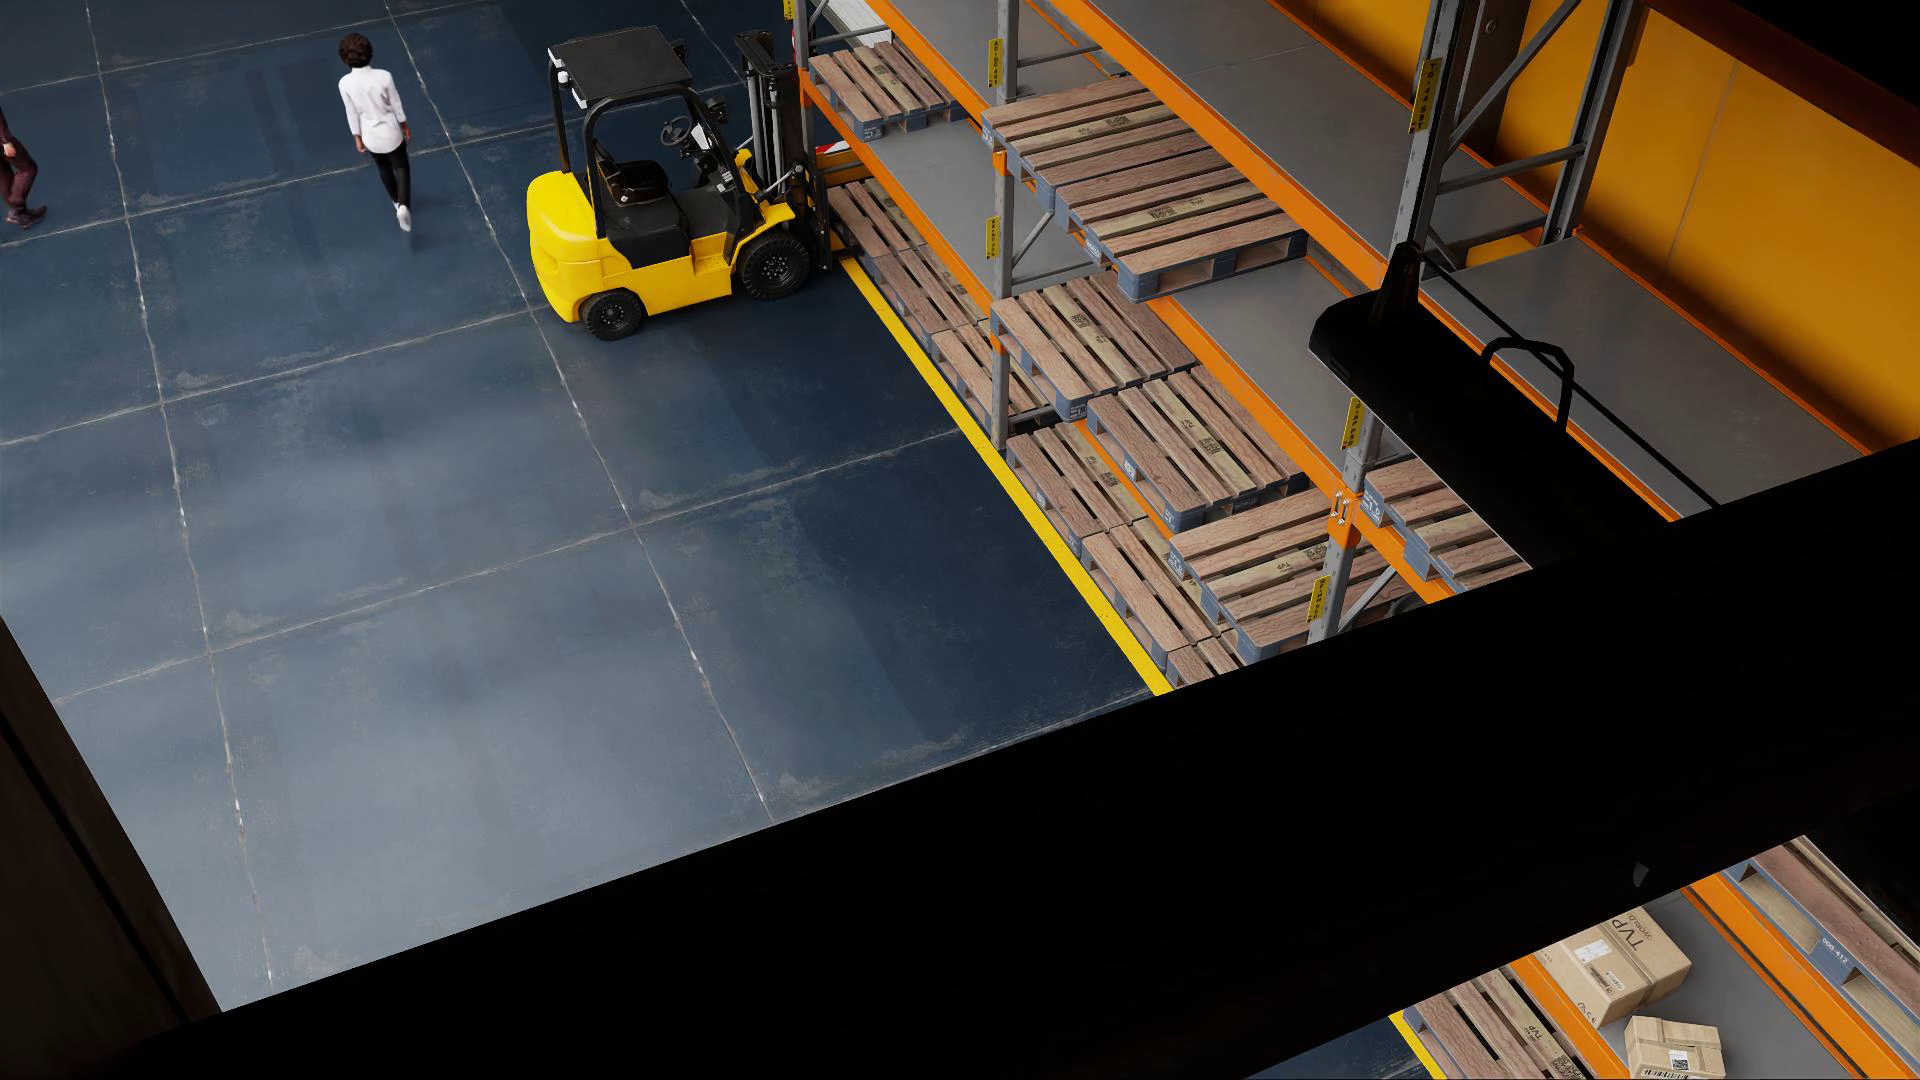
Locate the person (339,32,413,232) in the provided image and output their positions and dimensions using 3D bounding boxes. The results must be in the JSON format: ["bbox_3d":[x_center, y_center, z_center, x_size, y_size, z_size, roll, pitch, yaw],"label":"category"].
[{"bbox_3d":[-5.082,-3.563,14.630,0.773,1.789,1.087,-10,45,-10],"label":"person"}]
